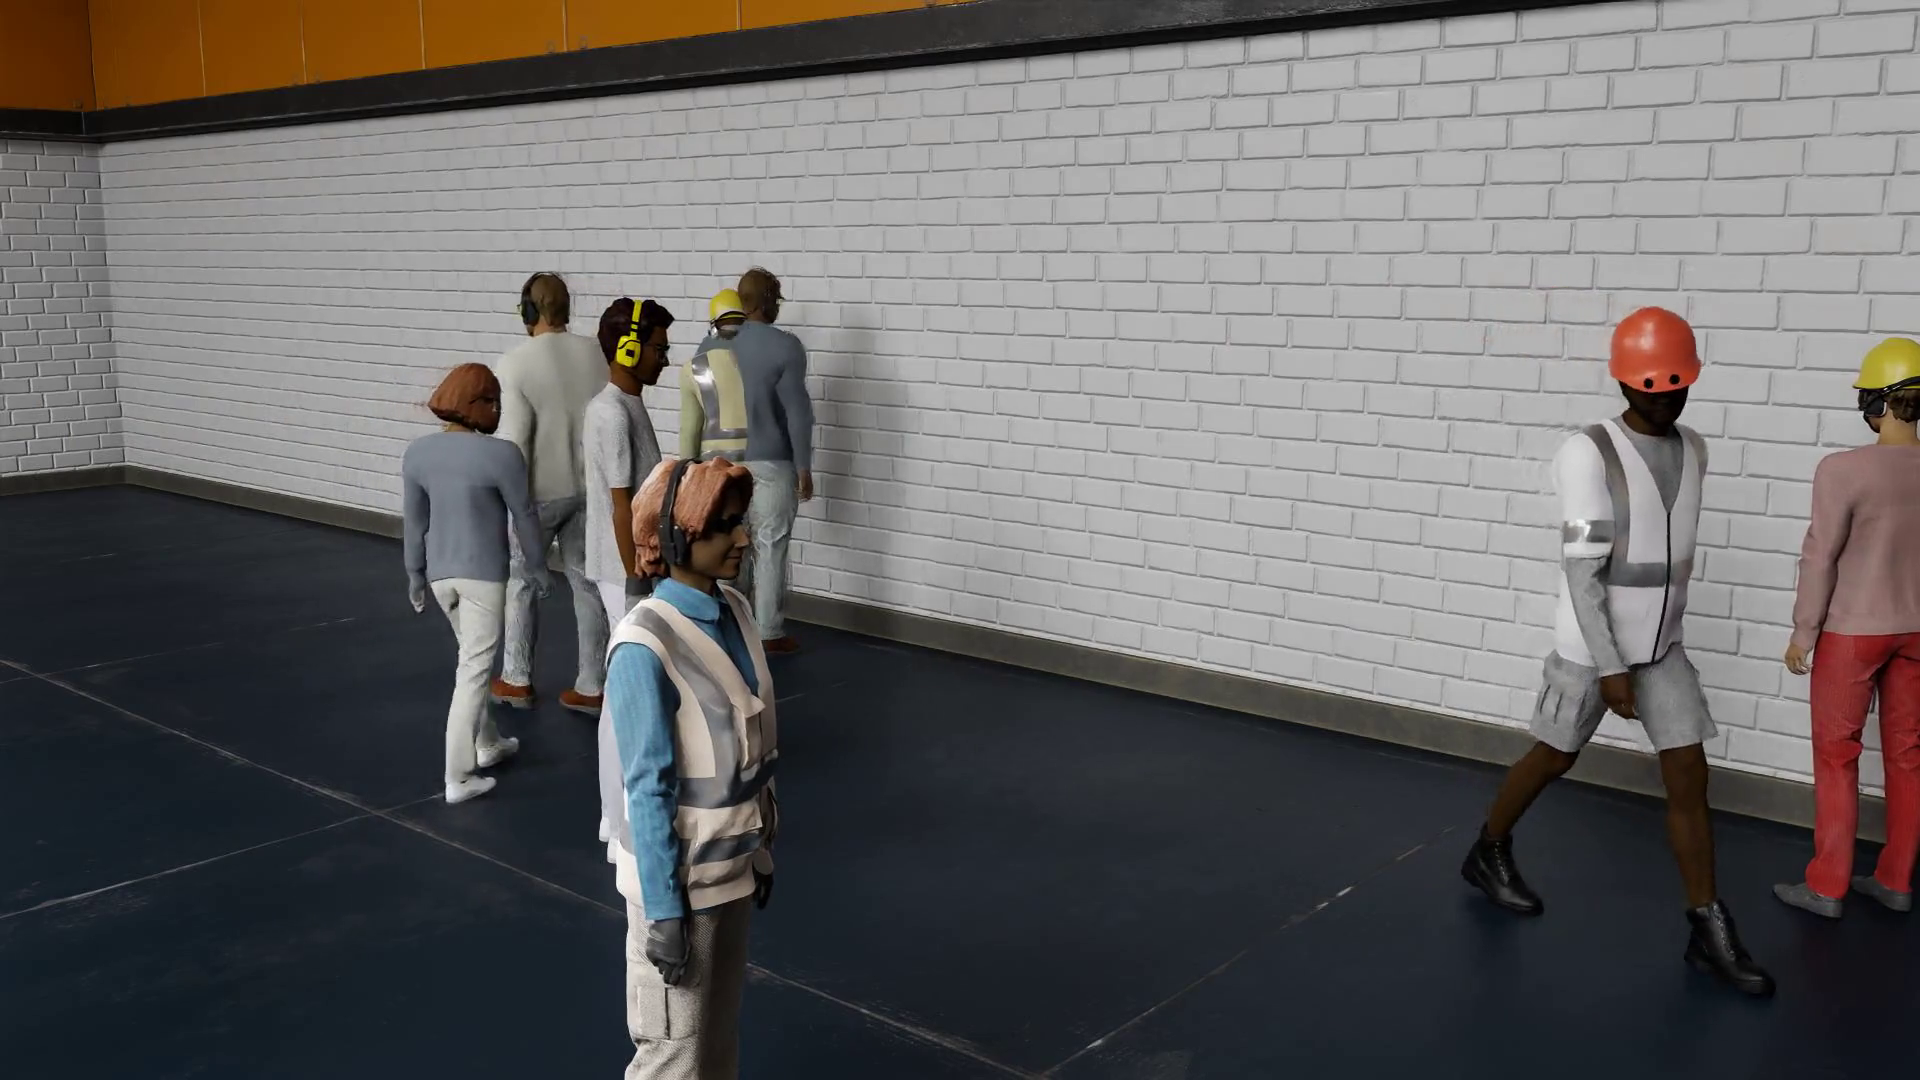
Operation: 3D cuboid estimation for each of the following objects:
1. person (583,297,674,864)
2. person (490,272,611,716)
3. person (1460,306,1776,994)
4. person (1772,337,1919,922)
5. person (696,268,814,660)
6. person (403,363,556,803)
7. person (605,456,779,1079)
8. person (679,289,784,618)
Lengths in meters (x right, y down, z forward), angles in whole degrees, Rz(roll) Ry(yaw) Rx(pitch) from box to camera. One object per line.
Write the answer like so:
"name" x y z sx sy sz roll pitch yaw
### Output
"person" -1.074 0.136 5.510 0.328 1.865 0.520 -3 10 -15
"person" -1.817 -0.201 7.283 0.742 1.917 0.641 10 14 44
"person" 1.874 0.269 4.772 0.542 1.886 0.993 -4 11 -22
"person" 2.761 0.274 5.033 0.527 1.761 0.328 -2 10 -9
"person" -1.023 -0.375 8.298 0.671 1.935 0.531 5 11 27
"person" -1.775 0.139 6.257 0.495 1.600 0.726 4 11 22
"person" -0.503 0.655 3.193 0.307 1.641 0.513 2 10 11
"person" -1.116 -0.335 8.311 0.589 1.822 0.403 -4 11 -21
